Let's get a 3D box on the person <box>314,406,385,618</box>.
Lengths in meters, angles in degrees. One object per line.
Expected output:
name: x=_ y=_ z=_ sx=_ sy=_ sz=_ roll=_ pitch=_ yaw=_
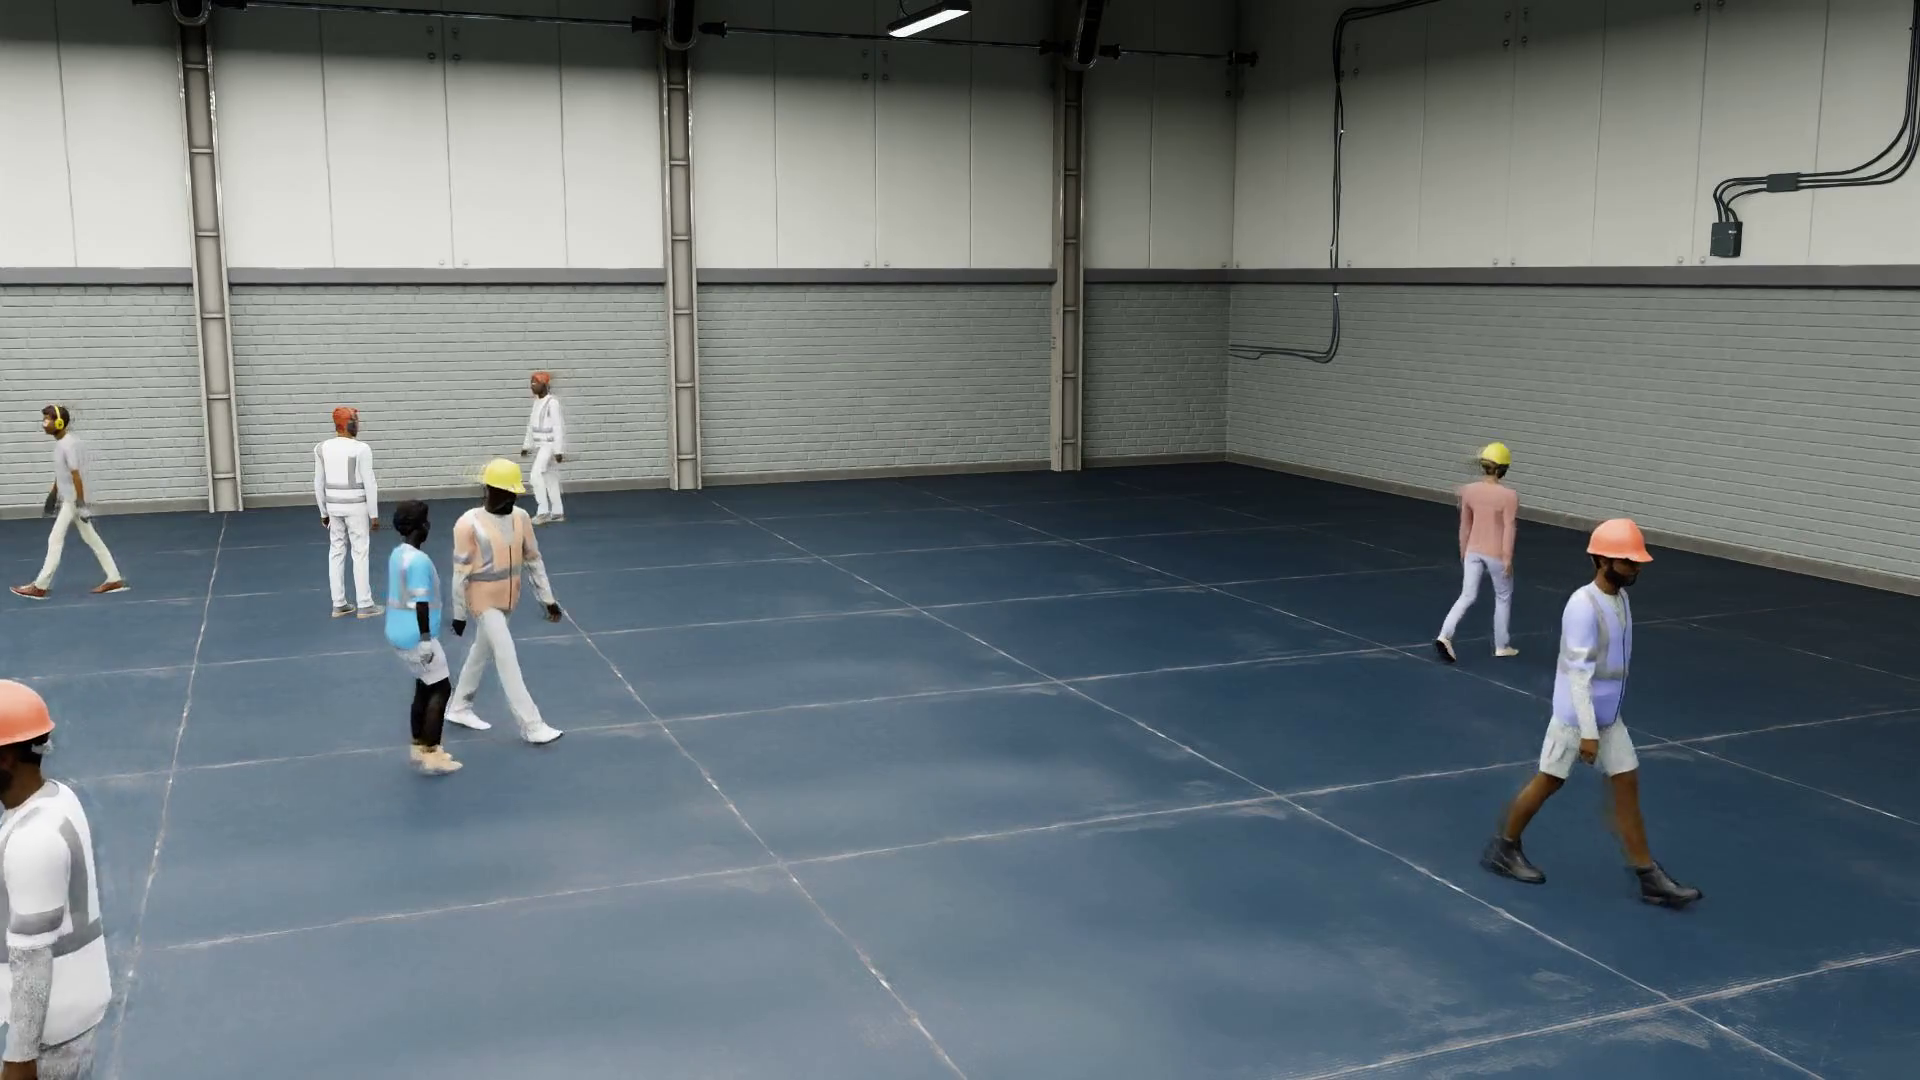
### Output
person: x=-5.419 y=-0.245 z=14.748 sx=0.584 sy=1.881 sz=0.337 roll=2 pitch=9 yaw=15

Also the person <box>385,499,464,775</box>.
person: x=-3.309 y=0.590 z=10.164 sx=0.358 sy=1.673 sz=0.567 roll=-5 pitch=11 yaw=-31

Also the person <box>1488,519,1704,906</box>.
person: x=3.074 y=0.823 z=8.078 sx=0.566 sy=1.882 sz=1.025 roll=-9 pitch=13 yaw=-44

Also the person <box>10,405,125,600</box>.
person: x=-8.432 y=-0.358 z=15.661 sx=0.963 sy=1.817 sz=0.520 roll=-5 pitch=10 yaw=-27

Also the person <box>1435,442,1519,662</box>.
person: x=4.093 y=0.102 z=13.031 sx=0.811 sy=1.740 sz=0.527 roll=-7 pitch=11 yaw=-36

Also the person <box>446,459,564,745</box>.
person: x=-3.011 y=0.394 z=10.831 sx=1.033 sy=1.858 sz=0.606 roll=4 pitch=10 yaw=26

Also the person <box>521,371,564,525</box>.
person: x=-5.141 y=-1.121 z=20.299 sx=0.650 sy=1.860 sz=0.580 roll=-5 pitch=10 yaw=-30

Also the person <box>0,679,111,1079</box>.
person: x=-2.572 y=1.323 z=4.826 sx=0.616 sy=1.915 sz=0.545 roll=-5 pitch=10 yaw=-28
